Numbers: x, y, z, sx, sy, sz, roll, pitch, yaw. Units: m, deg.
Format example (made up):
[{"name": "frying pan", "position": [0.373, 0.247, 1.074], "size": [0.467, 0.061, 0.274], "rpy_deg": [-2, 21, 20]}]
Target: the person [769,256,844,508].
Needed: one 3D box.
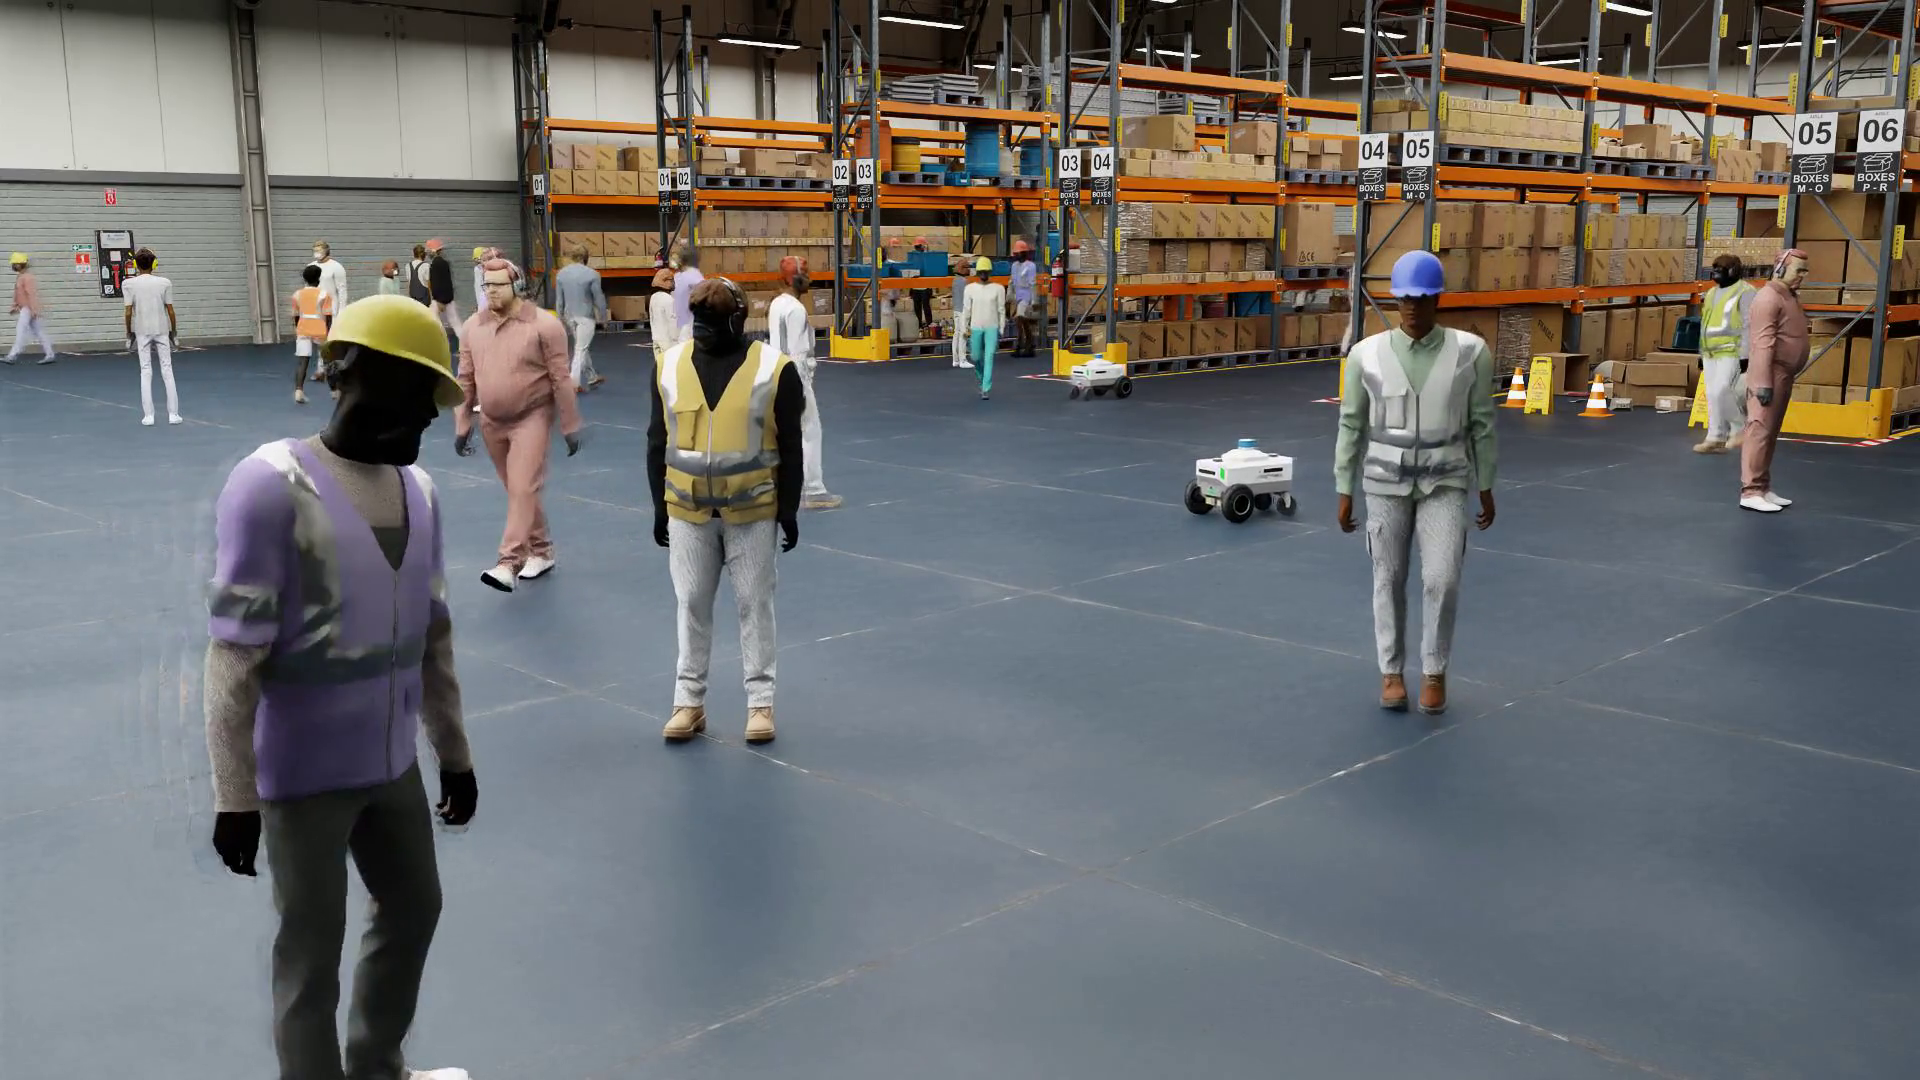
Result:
[{"name": "person", "position": [-1.301, -1.151, 12.220], "size": [0.815, 1.860, 0.584], "rpy_deg": [-5, 11, -24]}]

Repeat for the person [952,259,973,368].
[{"name": "person", "position": [0.041, -3.454, 25.372], "size": [0.284, 1.633, 0.497], "rpy_deg": [-5, 11, -25]}]

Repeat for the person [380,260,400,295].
[{"name": "person", "position": [-8.795, -3.539, 25.903], "size": [0.675, 1.608, 0.528], "rpy_deg": [2, 11, 13]}]

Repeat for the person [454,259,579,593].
[{"name": "person", "position": [-2.577, -0.639, 9.401], "size": [0.665, 1.853, 0.991], "rpy_deg": [3, 11, 17]}]

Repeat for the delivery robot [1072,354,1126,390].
[{"name": "delivery robot", "position": [1.719, -2.070, 20.632], "size": [0.707, 0.478, 0.477], "rpy_deg": [-8, 13, -39]}]

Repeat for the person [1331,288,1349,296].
[{"name": "person", "position": [7.708, -4.909, 33.347], "size": [0.521, 1.620, 0.608], "rpy_deg": [8, 13, 37]}]

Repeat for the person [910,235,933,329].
[{"name": "person", "position": [-0.768, -4.945, 32.519], "size": [0.622, 1.992, 0.396], "rpy_deg": [10, 14, 44]}]

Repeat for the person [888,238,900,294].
[{"name": "person", "position": [-1.540, -5.984, 38.356], "size": [0.551, 1.930, 0.371], "rpy_deg": [10, 14, 42]}]

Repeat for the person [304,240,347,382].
[{"name": "person", "position": [-8.721, -3.146, 22.861], "size": [0.635, 1.937, 0.361], "rpy_deg": [3, 11, 17]}]

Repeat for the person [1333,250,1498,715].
[{"name": "person", "position": [1.888, -0.223, 6.919], "size": [0.663, 1.934, 0.567], "rpy_deg": [3, 11, 15]}]

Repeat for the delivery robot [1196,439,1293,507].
[{"name": "delivery robot", "position": [2.055, -0.486, 11.992], "size": [0.707, 0.478, 0.477], "rpy_deg": [-6, 12, -31]}]

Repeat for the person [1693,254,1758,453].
[{"name": "person", "position": [7.017, -1.706, 15.297], "size": [0.436, 1.831, 0.653], "rpy_deg": [-2, 11, -11]}]

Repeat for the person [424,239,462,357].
[{"name": "person", "position": [-8.653, -4.010, 27.602], "size": [1.060, 1.935, 0.623], "rpy_deg": [2, 11, 12]}]

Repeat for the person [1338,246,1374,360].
[{"name": "person", "position": [6.268, -3.670, 26.007], "size": [0.986, 1.844, 0.580], "rpy_deg": [-10, 14, -42]}]

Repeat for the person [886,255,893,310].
[{"name": "person", "position": [-1.388, -4.447, 30.774], "size": [0.307, 1.641, 0.514], "rpy_deg": [-9, 14, -41]}]

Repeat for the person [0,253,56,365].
[{"name": "person", "position": [-14.514, -3.562, 25.710], "size": [0.890, 1.720, 0.542], "rpy_deg": [-8, 13, -38]}]

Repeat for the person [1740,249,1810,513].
[{"name": "person", "position": [5.994, -1.171, 12.199], "size": [0.400, 1.902, 0.643], "rpy_deg": [8, 13, 38]}]

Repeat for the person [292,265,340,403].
[{"name": "person", "position": [-7.786, -2.477, 20.011], "size": [0.545, 1.651, 0.882], "rpy_deg": [1, 10, 7]}]

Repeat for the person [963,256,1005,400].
[{"name": "person", "position": [0.304, -2.632, 20.588], "size": [0.527, 1.748, 0.620], "rpy_deg": [1, 10, 7]}]

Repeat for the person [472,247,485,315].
[{"name": "person", "position": [-8.073, -4.071, 28.307], "size": [0.475, 1.792, 0.614], "rpy_deg": [5, 11, 24]}]

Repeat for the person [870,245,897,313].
[{"name": "person", "position": [-1.330, -4.283, 29.365], "size": [0.639, 1.829, 0.631], "rpy_deg": [8, 13, 37]}]

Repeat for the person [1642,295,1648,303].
[{"name": "person", "position": [15.656, -5.959, 38.320], "size": [0.558, 1.887, 0.649], "rpy_deg": [-2, 11, -10]}]

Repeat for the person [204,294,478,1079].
[{"name": "person", "position": [-1.257, 0.454, 3.408], "size": [0.372, 1.880, 0.686], "rpy_deg": [4, 11, 21]}]

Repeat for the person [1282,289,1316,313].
[{"name": "person", "position": [6.326, -4.703, 31.399], "size": [0.637, 1.912, 0.990], "rpy_deg": [10, 14, 42]}]

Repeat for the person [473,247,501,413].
[{"name": "person", "position": [-5.232, -2.418, 19.057], "size": [0.819, 1.872, 0.647], "rpy_deg": [-7, 12, -32]}]

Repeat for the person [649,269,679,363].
[{"name": "person", "position": [-3.256, -2.179, 18.416], "size": [0.278, 1.634, 0.498], "rpy_deg": [-8, 13, -37]}]

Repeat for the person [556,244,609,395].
[{"name": "person", "position": [-4.775, -2.819, 21.229], "size": [0.647, 1.882, 0.986], "rpy_deg": [5, 11, 24]}]

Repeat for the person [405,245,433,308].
[{"name": "person", "position": [-9.242, -4.132, 28.519], "size": [0.508, 1.842, 0.333], "rpy_deg": [3, 11, 16]}]

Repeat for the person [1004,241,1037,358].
[{"name": "person", "position": [0.943, -3.946, 27.328], "size": [0.835, 1.905, 0.572], "rpy_deg": [-6, 12, -30]}]

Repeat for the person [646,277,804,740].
[{"name": "person", "position": [-0.936, -0.115, 6.612], "size": [0.624, 1.841, 0.430], "rpy_deg": [1, 10, 6]}]

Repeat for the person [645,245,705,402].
[{"name": "person", "position": [-3.228, -2.462, 19.274], "size": [1.010, 1.881, 0.653], "rpy_deg": [-6, 12, -31]}]

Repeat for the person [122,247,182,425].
[{"name": "person", "position": [-8.598, -2.165, 17.695], "size": [0.519, 1.874, 0.326], "rpy_deg": [-5, 12, -25]}]
